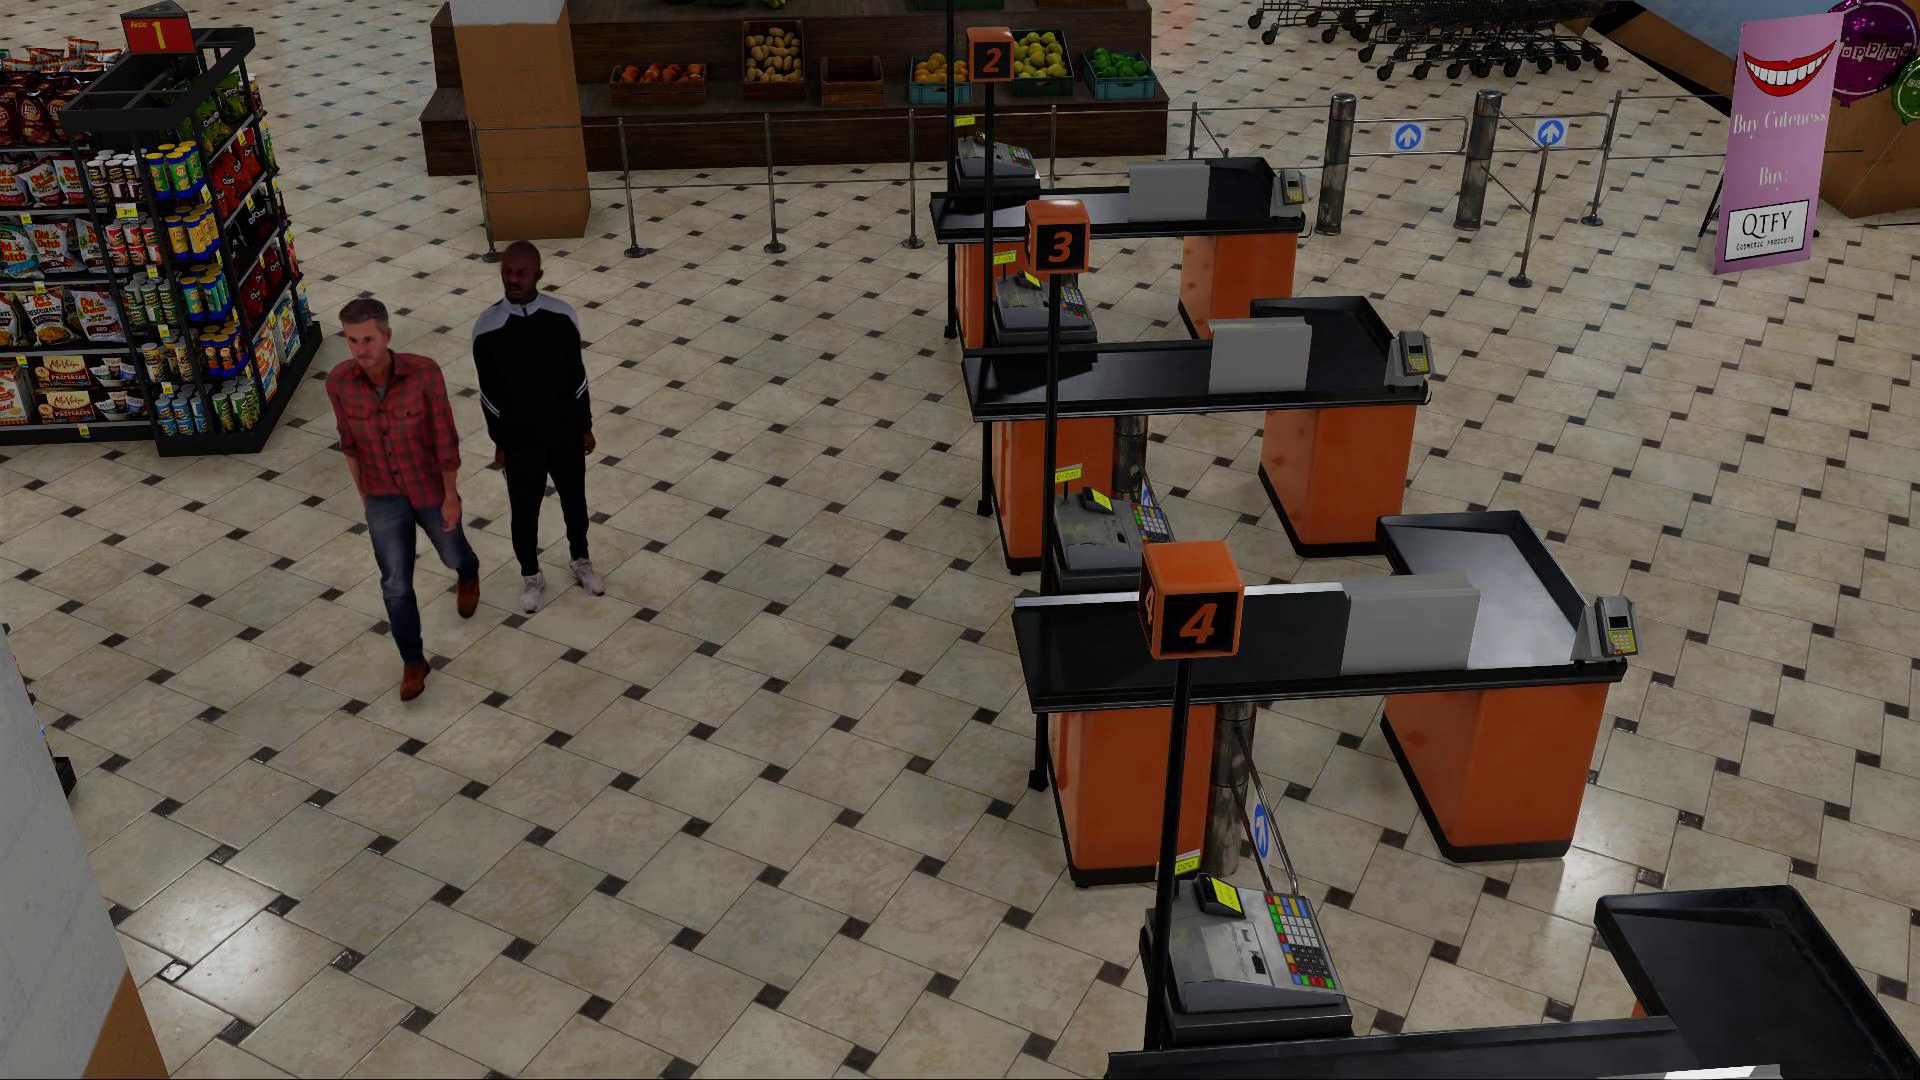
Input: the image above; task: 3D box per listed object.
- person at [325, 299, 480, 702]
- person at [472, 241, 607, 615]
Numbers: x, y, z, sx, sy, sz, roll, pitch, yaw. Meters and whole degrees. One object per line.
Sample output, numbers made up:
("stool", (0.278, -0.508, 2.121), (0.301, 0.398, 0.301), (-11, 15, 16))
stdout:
("person", (-2.415, -0.265, 7.385), (1.081, 1.797, 0.764), (-4, 32, -7))
("person", (-1.978, -0.551, 7.816), (0.611, 1.827, 0.778), (-13, 34, -20))
